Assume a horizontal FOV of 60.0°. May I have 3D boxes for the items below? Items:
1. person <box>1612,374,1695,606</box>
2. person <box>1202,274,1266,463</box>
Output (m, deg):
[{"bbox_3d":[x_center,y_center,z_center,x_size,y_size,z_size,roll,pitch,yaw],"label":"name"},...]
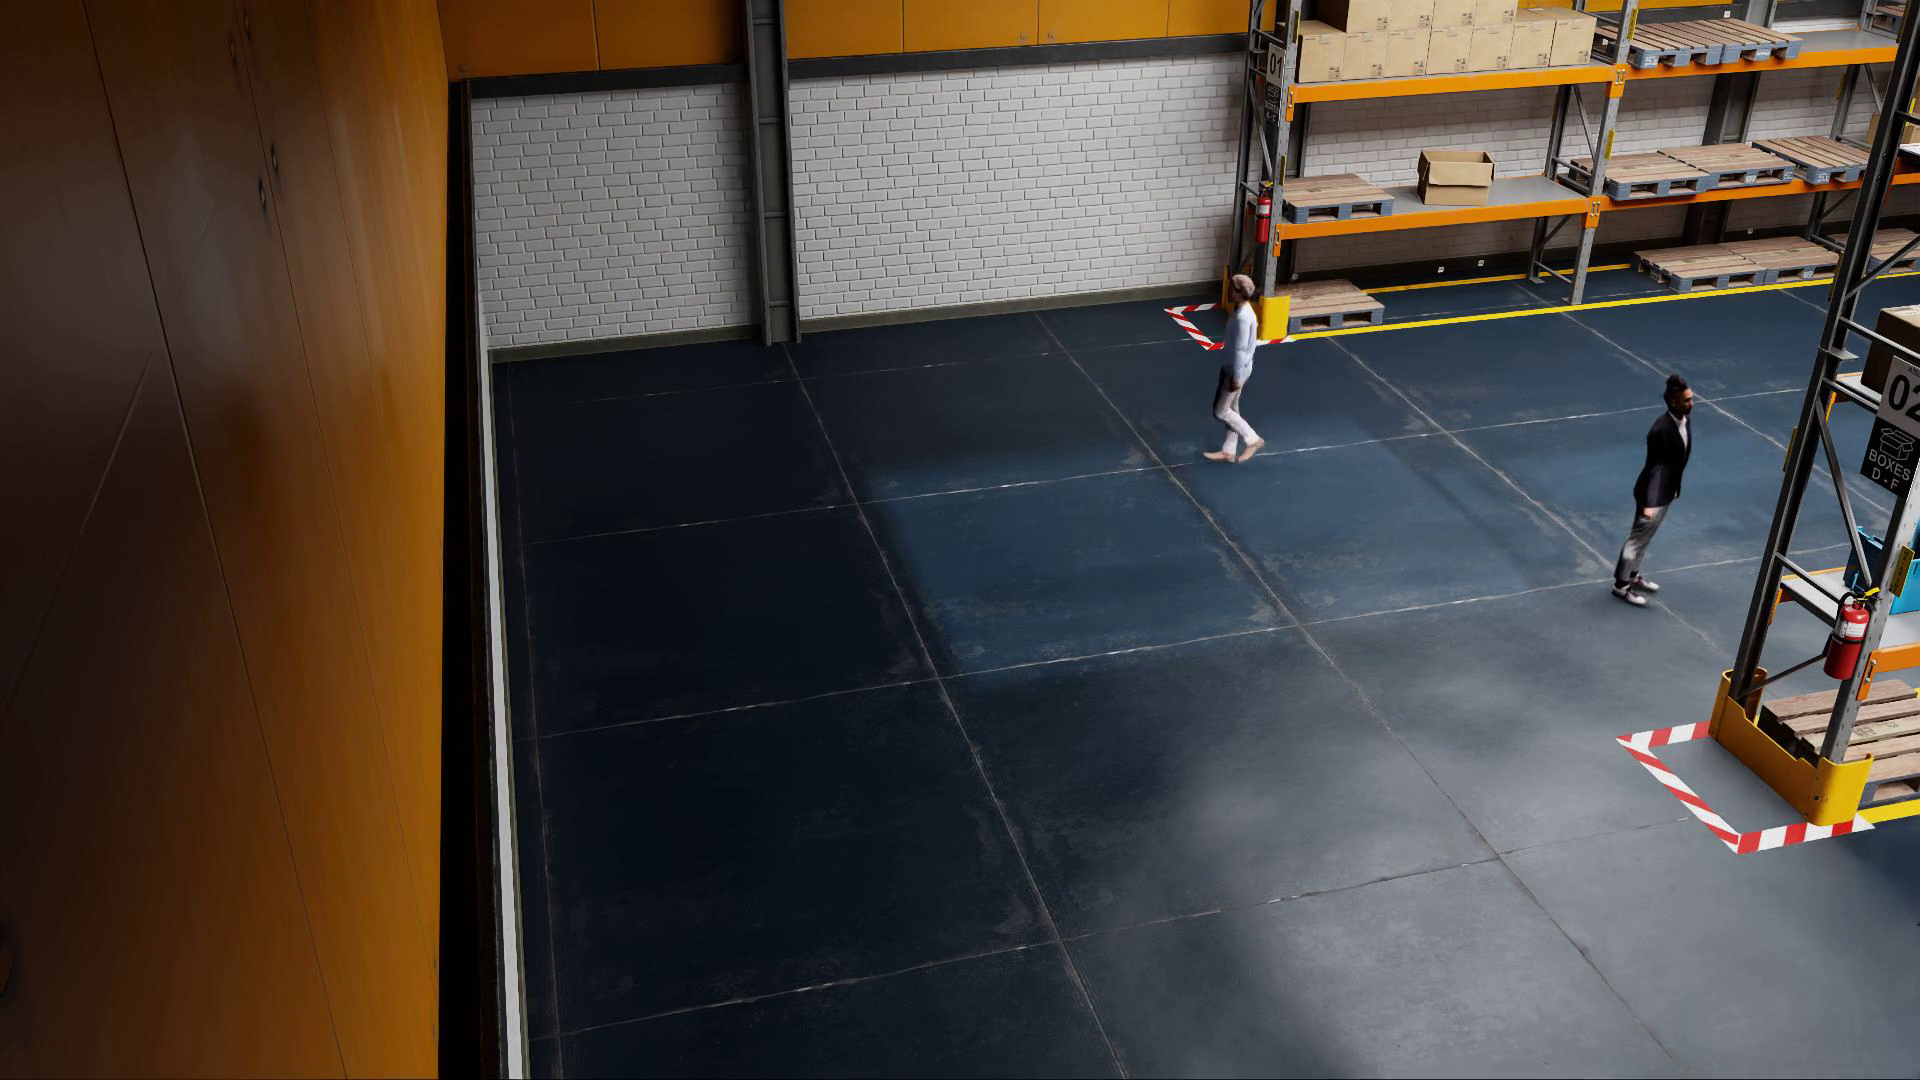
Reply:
[{"bbox_3d":[5.601,-0.395,13.400,0.859,1.856,0.746,22,36,35],"label":"person"},{"bbox_3d":[2.653,-1.565,15.516,0.917,1.884,0.826,2,29,4],"label":"person"}]
